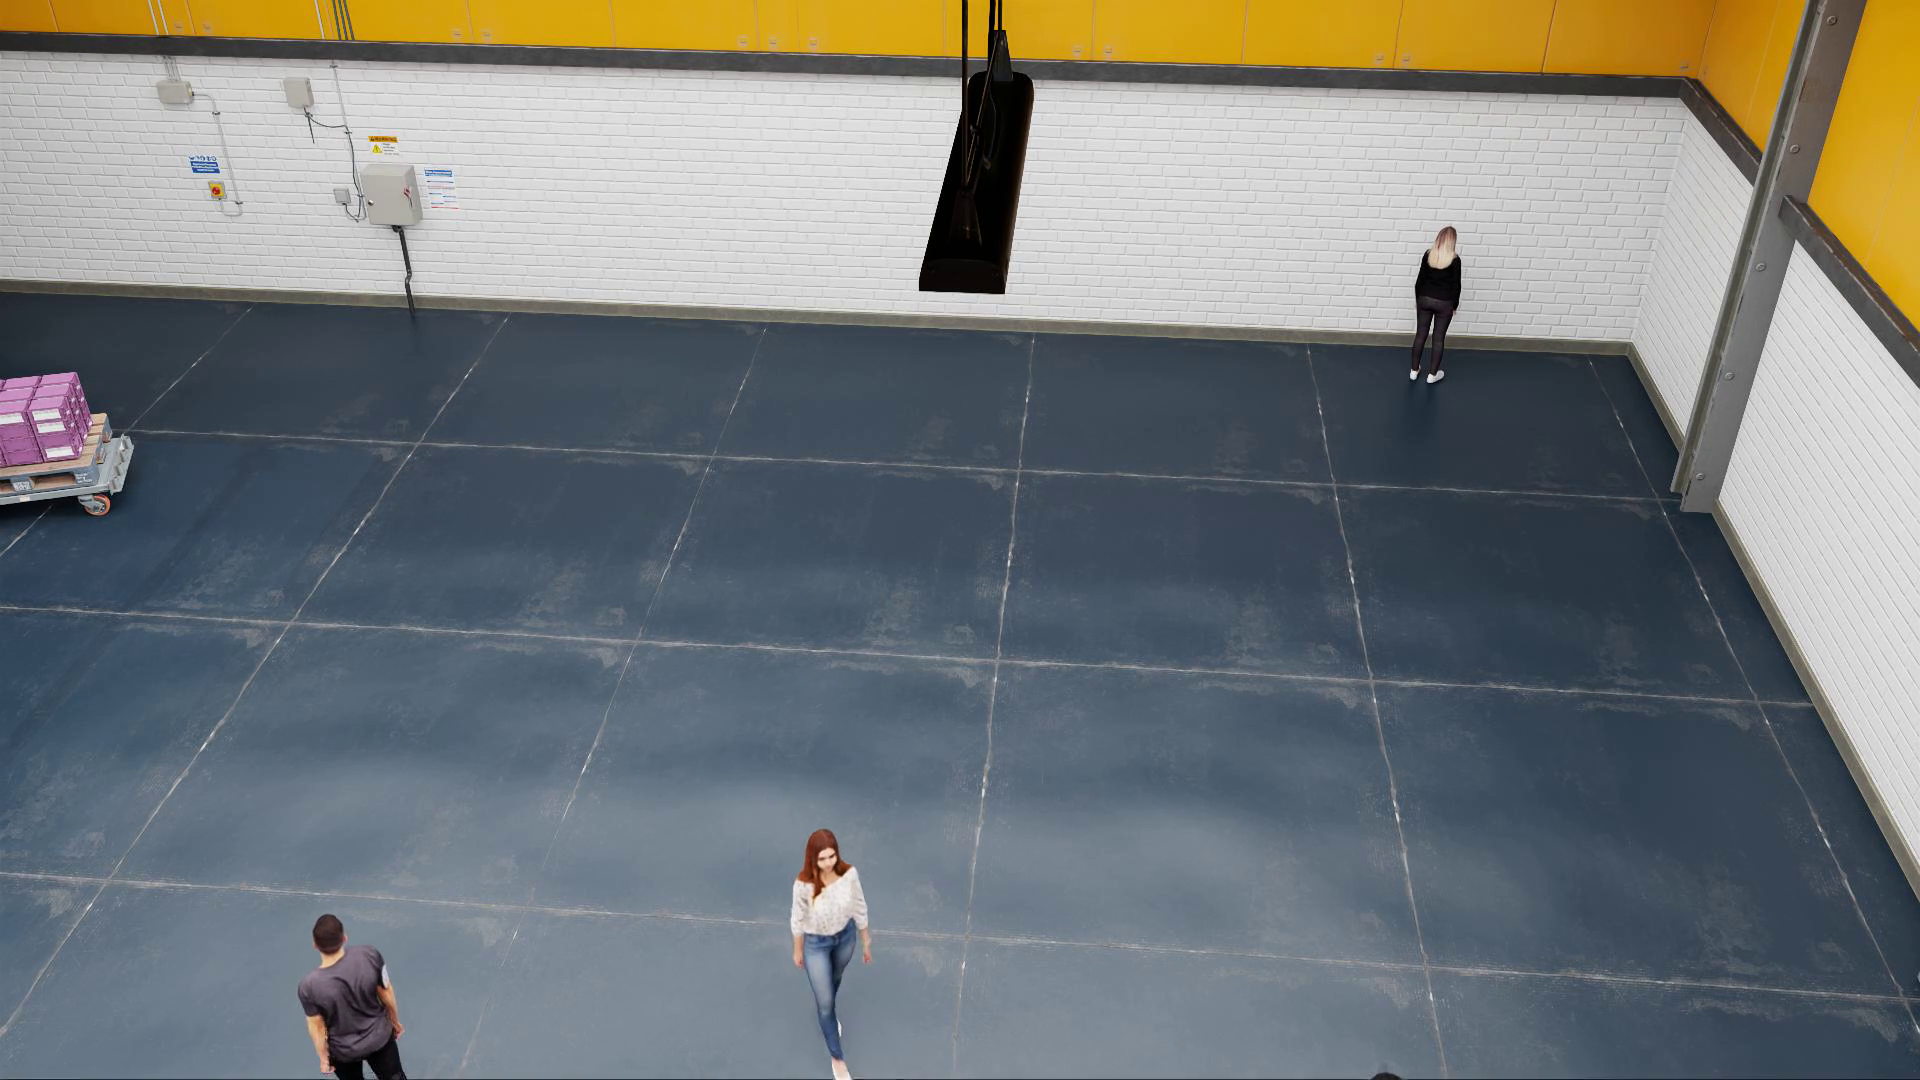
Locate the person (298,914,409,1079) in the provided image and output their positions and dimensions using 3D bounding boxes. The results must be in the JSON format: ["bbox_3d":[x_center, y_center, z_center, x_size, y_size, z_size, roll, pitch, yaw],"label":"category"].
[{"bbox_3d":[-3.290,2.813,9.207,1.061,1.742,1.108,-26,42,-34],"label":"person"}]

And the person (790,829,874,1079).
[{"bbox_3d":[-0.815,2.340,9.949,0.881,1.708,1.034,-15,36,-21],"label":"person"}]

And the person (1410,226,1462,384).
[{"bbox_3d":[4.895,-2.429,17.143,0.696,1.685,0.694,20,39,27],"label":"person"}]
